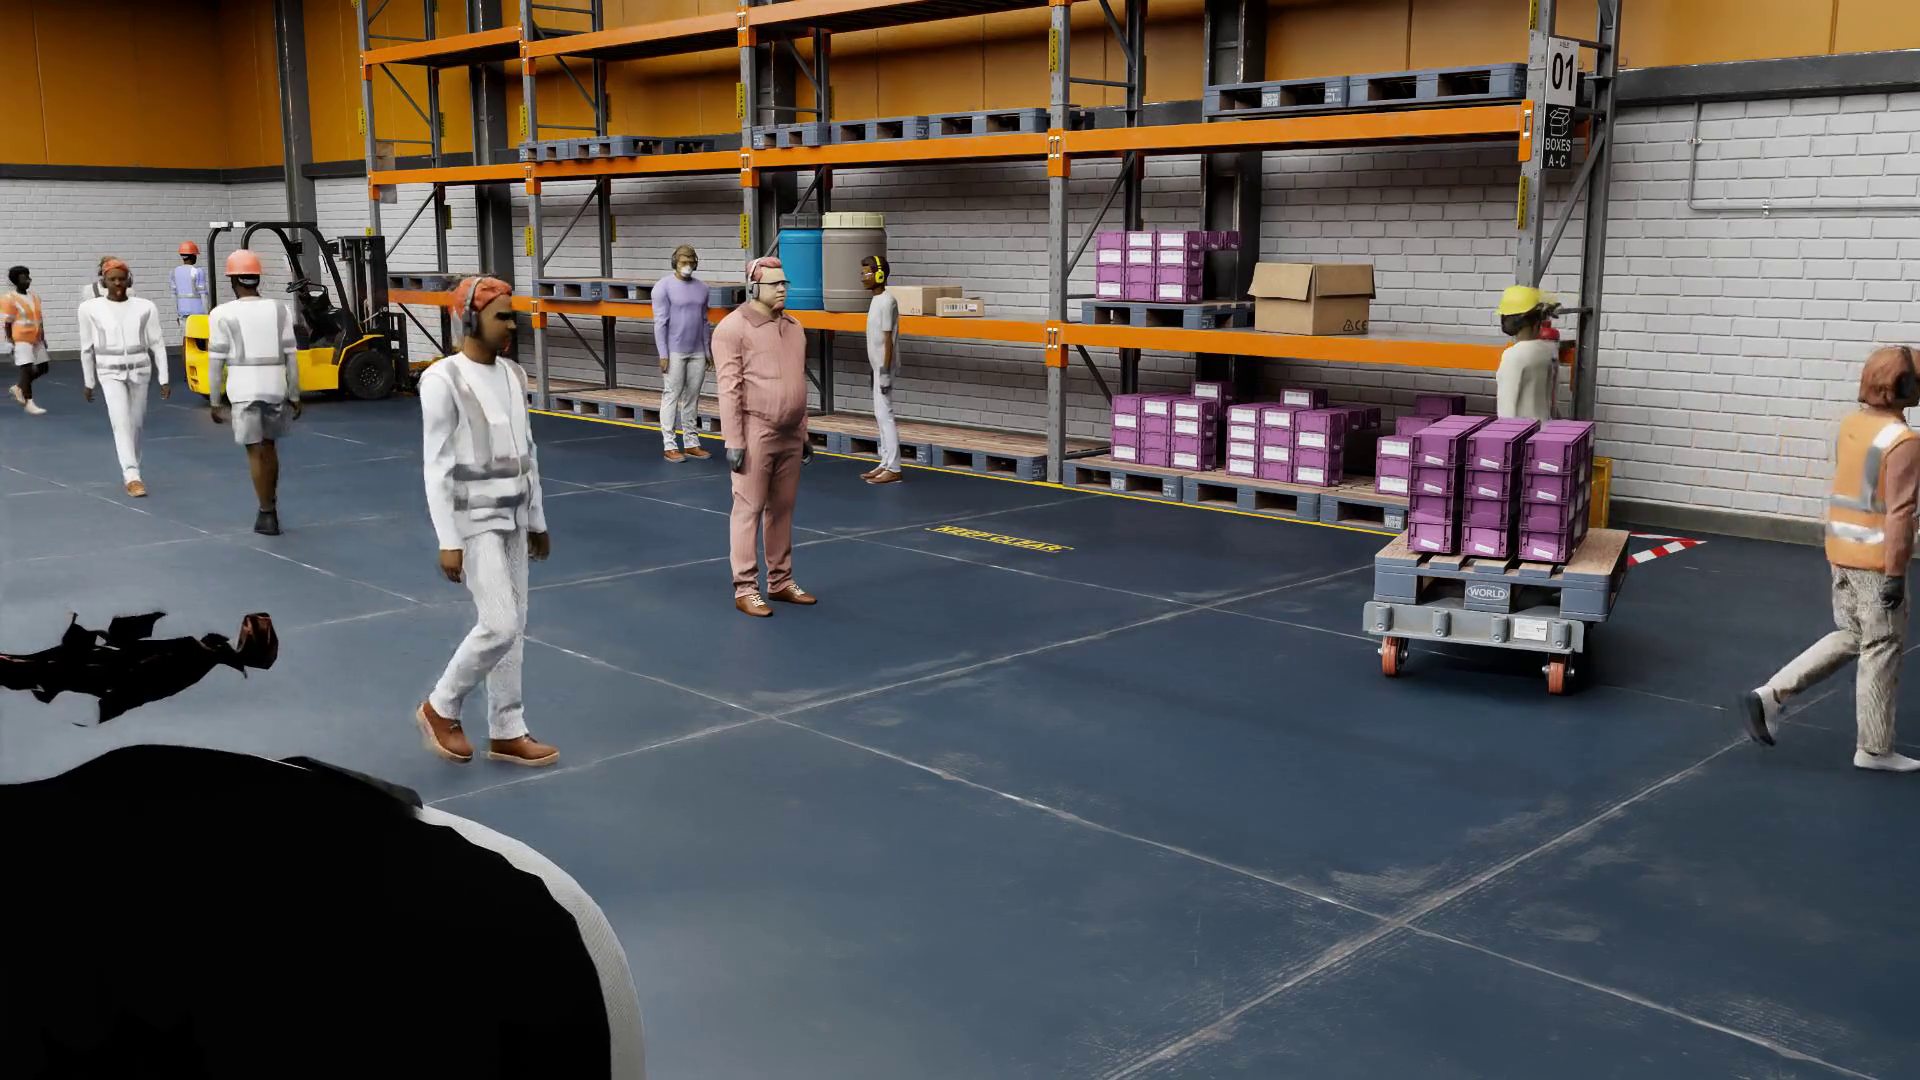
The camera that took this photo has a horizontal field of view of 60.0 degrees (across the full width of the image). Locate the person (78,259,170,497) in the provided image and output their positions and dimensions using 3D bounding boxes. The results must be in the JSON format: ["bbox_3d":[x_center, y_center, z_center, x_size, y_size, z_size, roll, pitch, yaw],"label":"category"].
[{"bbox_3d":[-6.602,-1.292,13.160,0.591,1.841,0.970,-8,13,-36],"label":"person"}]

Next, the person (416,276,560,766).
[{"bbox_3d":[-1.769,-0.051,6.277,0.423,1.870,0.593,3,11,17],"label":"person"}]

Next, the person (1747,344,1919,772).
[{"bbox_3d":[3.361,0.079,6.235,0.552,1.623,0.526,0,10,2],"label":"person"}]

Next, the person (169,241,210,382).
[{"bbox_3d":[-10.581,-3.141,22.950,0.543,1.939,0.359,2,11,11],"label":"person"}]

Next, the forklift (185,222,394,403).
[{"bbox_3d":[-8.169,-2.758,20.163,2.313,2.155,1.214,-10,14,-44],"label":"forklift"}]

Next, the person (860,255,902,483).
[{"bbox_3d":[-0.650,-1.395,13.654,0.317,1.860,0.515,-2,11,-13],"label":"person"}]

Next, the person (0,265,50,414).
[{"bbox_3d":[-10.641,-2.264,18.850,0.481,1.686,0.537,2,11,13],"label":"person"}]

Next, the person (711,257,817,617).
[{"bbox_3d":[-1.020,-0.558,8.952,0.409,1.909,0.641,7,13,35],"label":"person"}]

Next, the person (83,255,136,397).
[{"bbox_3d":[-9.185,-2.175,18.020,0.524,1.822,0.867,-5,11,-25],"label":"person"}]

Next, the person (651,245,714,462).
[{"bbox_3d":[-2.479,-1.673,14.962,0.372,1.935,0.627,9,13,39],"label":"person"}]

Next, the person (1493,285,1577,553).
[{"bbox_3d":[3.283,-0.579,9.514,0.654,1.745,0.522,10,14,43],"label":"person"}]

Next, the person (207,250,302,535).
[{"bbox_3d":[-4.852,-1.003,11.340,0.719,1.916,0.571,10,14,44],"label":"person"}]
